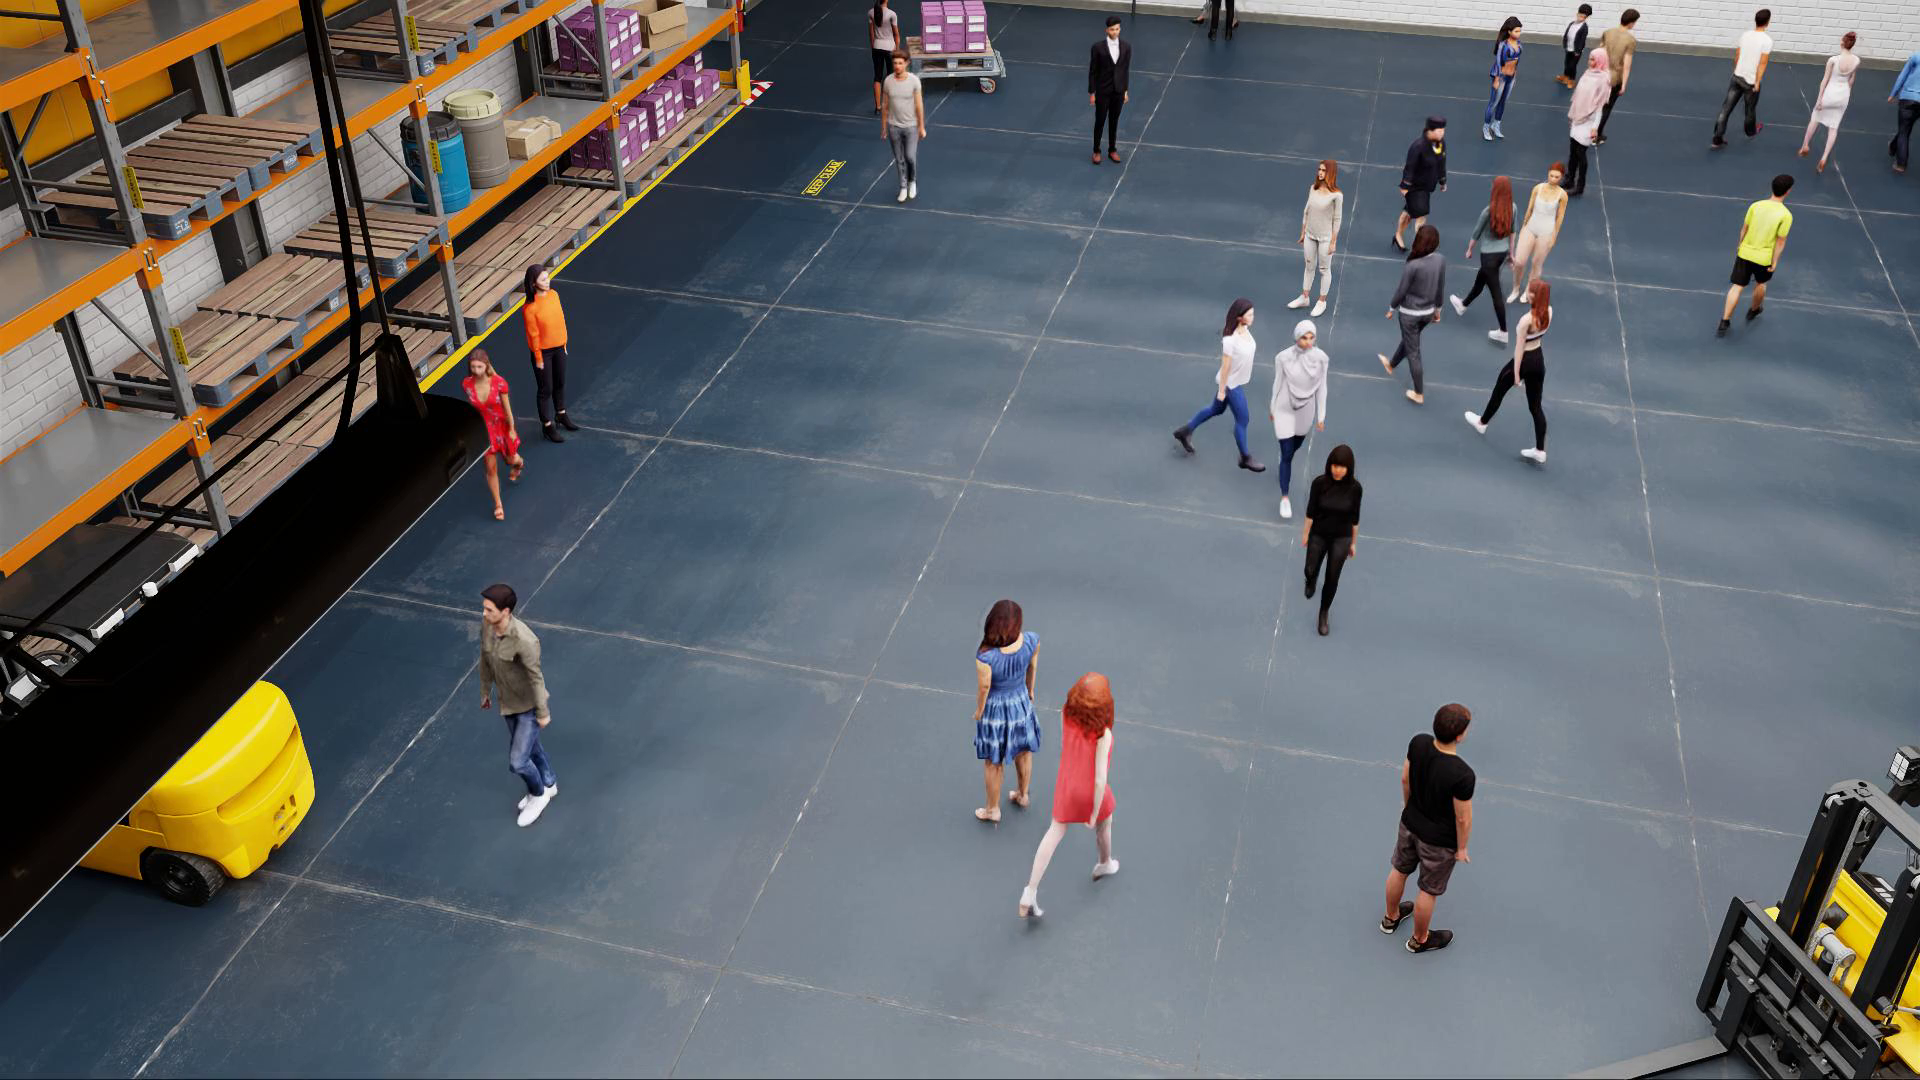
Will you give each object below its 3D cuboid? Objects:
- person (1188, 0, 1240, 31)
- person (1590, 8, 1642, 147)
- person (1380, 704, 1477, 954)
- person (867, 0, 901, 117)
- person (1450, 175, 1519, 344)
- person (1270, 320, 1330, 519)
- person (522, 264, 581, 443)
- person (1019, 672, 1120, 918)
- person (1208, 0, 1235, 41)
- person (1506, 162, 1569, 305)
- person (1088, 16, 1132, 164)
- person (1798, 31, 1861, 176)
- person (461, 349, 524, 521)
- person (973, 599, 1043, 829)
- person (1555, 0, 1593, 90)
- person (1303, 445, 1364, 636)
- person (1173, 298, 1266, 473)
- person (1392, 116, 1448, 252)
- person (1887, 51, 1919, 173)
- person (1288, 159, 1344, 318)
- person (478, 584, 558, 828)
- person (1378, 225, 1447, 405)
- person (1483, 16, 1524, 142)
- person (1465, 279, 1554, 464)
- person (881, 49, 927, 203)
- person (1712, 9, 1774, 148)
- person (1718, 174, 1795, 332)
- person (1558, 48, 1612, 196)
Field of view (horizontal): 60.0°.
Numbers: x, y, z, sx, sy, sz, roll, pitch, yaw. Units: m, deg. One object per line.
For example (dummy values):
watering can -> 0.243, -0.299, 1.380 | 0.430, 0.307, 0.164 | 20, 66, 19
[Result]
person -> 4.206, -8.790, 26.121 | 0.693, 1.629, 0.964 | 8, 34, 11
person -> 8.446, -6.004, 21.757 | 1.110, 1.819, 1.015 | -24, 40, -31
person -> 2.840, 1.733, 10.079 | 0.804, 1.862, 0.760 | -21, 39, -28
person -> -1.042, -6.729, 22.914 | 0.626, 1.748, 0.570 | 12, 36, 18
person -> 5.527, -2.835, 17.115 | 1.085, 1.681, 1.205 | -14, 36, -20
person -> 2.918, -1.145, 14.521 | 0.830, 1.737, 1.220 | 0, 34, 0
person -> -3.831, -1.743, 15.411 | 0.718, 1.748, 0.558 | 16, 37, 22
person -> 0.684, 1.612, 10.326 | 0.937, 1.791, 1.197 | 27, 42, 34
person -> 4.112, -8.665, 25.797 | 0.670, 1.780, 0.656 | 2, 34, 4
person -> 6.267, -3.320, 17.896 | 0.655, 1.624, 0.683 | 20, 39, 28
person -> 1.925, -5.810, 21.407 | 0.771, 1.884, 0.734 | -7, 34, -10
person -> 11.090, -5.509, 21.056 | 0.648, 1.771, 0.893 | 6, 34, 8
person -> -4.029, -0.990, 14.439 | 0.754, 1.569, 0.997 | 0, 34, 1
person -> 0.298, 1.144, 11.016 | 0.732, 1.806, 0.807 | -20, 39, -27
person -> 8.888, -7.174, 24.068 | 0.747, 1.210, 0.632 | -6, 34, -9
person -> 2.898, -0.063, 12.991 | 0.580, 1.629, 0.776 | 7, 34, 10
person -> 2.347, -1.408, 15.005 | 0.790, 1.641, 1.116 | 14, 36, 19
person -> 5.181, -4.050, 18.973 | 1.038, 1.647, 1.053 | -24, 40, -31
person -> 12.169, -5.576, 21.157 | 0.748, 1.770, 1.179 | 5, 34, 8
person -> 3.837, -3.237, 17.692 | 0.712, 1.712, 0.694 | -27, 42, -35
person -> -2.863, 1.042, 11.130 | 0.828, 1.850, 0.832 | 27, 42, 34
person -> 4.452, -2.140, 16.033 | 1.052, 1.721, 1.157 | -14, 36, -20
person -> 7.247, -6.145, 22.153 | 0.691, 1.617, 0.756 | -19, 38, -26
person -> 5.215, -1.506, 15.110 | 1.144, 1.688, 1.194 | -18, 38, -25
person -> -0.669, -5.084, 20.311 | 0.685, 1.889, 0.626 | 8, 34, 11
person -> 10.248, -6.007, 21.815 | 1.212, 1.761, 1.099 | -20, 39, -28
person -> 8.257, -2.946, 17.291 | 0.921, 1.671, 1.176 | 25, 41, 32
person -> 7.730, -5.151, 20.486 | 0.806, 1.806, 0.705 | -9, 35, -14
